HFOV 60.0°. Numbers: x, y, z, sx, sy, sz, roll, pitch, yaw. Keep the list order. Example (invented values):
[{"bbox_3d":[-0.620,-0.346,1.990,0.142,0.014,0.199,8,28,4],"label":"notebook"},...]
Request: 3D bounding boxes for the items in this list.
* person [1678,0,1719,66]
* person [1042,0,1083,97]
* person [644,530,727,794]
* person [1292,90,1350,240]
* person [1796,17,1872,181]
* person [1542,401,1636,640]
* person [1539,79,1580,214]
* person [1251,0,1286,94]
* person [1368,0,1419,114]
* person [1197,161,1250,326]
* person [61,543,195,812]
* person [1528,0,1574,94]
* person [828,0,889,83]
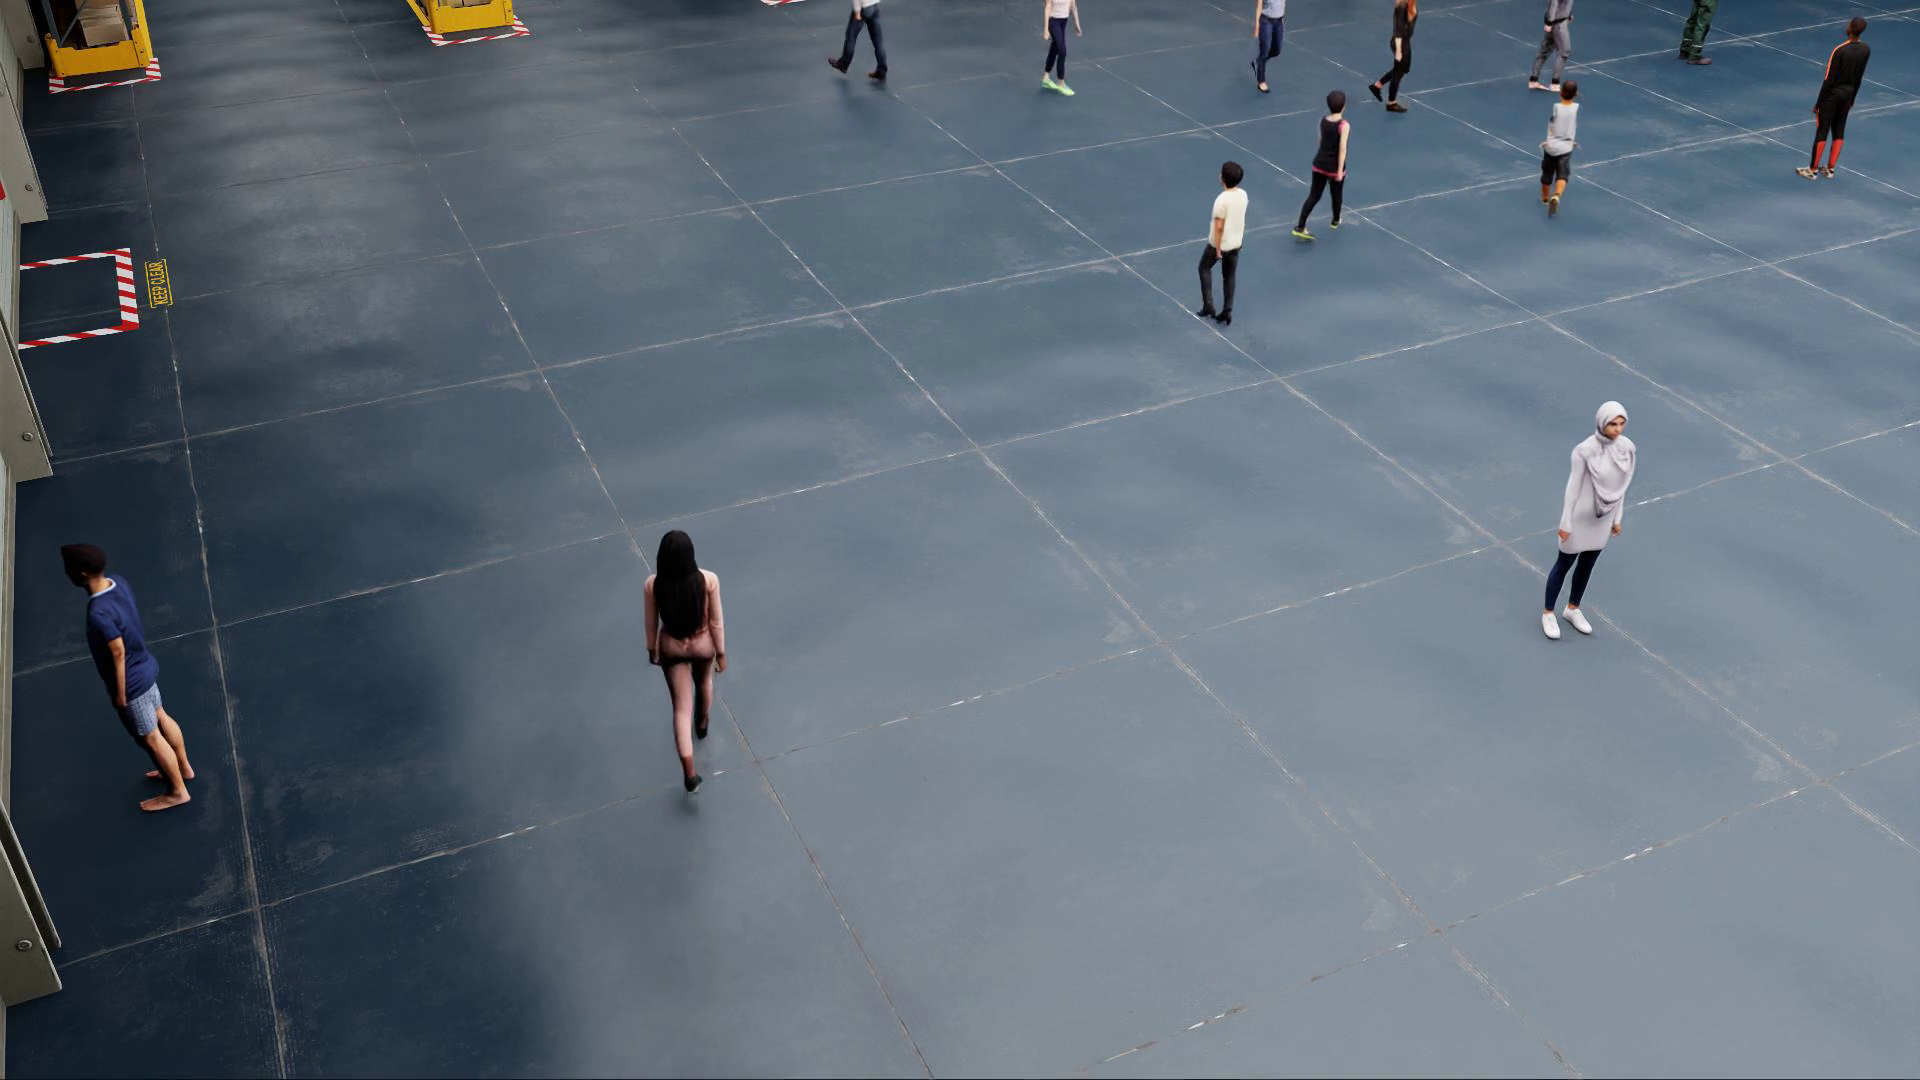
[{"bbox_3d":[10.068,-7.410,22.387,0.815,1.900,0.661,-2,33,-3],"label":"person"},{"bbox_3d":[1.183,-6.606,21.356,0.971,1.677,0.813,25,41,33],"label":"person"},{"bbox_3d":[-1.652,0.742,10.051,0.862,1.684,1.223,-5,33,-7],"label":"person"},{"bbox_3d":[3.790,-3.849,17.282,0.887,1.496,1.038,-24,40,-32],"label":"person"},{"bbox_3d":[9.875,-4.972,18.724,0.682,1.807,0.616,-6,34,-9],"label":"person"},{"bbox_3d":[4.278,-0.147,11.333,0.650,1.776,0.591,-7,34,-11],"label":"person"},{"bbox_3d":[6.521,-4.302,18.026,0.892,1.444,0.993,7,34,11],"label":"person"},{"bbox_3d":[3.940,-6.667,21.417,0.597,1.712,0.746,-16,36,-23],"label":"person"},{"bbox_3d":[5.397,-6.180,20.679,0.915,1.700,0.842,15,36,22],"label":"person"},{"bbox_3d":[2.517,-2.732,15.492,0.625,1.576,0.628,-20,38,-27],"label":"person"},{"bbox_3d":[-4.895,0.794,9.823,0.728,1.844,0.556,-6,34,-10],"label":"person"},{"bbox_3d":[7.571,-6.681,21.330,0.953,1.830,0.892,9,34,13],"label":"person"},{"bbox_3d":[-1.155,-6.876,21.605,1.304,1.858,1.090,23,39,31],"label":"person"}]
